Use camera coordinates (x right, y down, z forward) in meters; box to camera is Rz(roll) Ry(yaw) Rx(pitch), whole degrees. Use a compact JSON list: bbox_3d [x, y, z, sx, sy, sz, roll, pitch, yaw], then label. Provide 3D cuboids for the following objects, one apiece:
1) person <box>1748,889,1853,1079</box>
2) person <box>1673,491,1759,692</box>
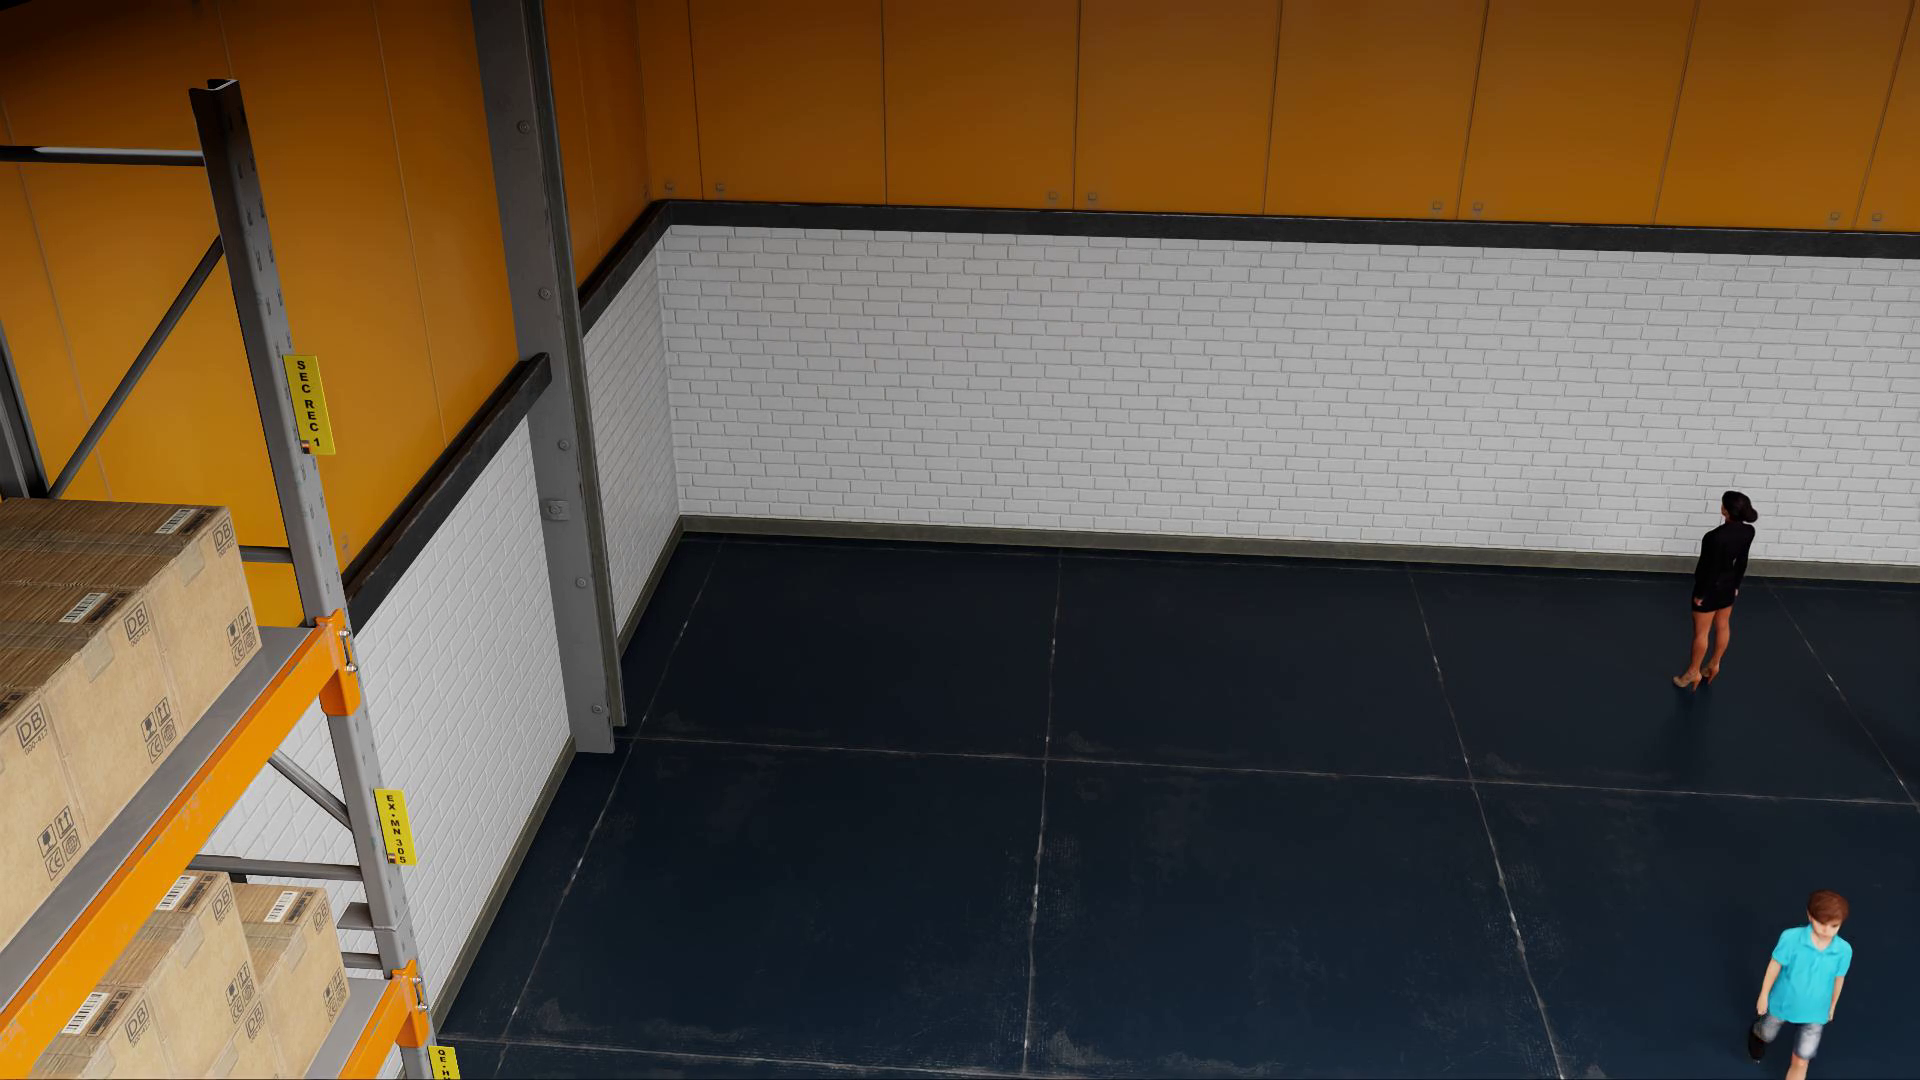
[{"bbox_3d":[4.468,2.415,8.883,0.696,1.426,0.977,10,30,18],"label":"person"},{"bbox_3d":[5.636,0.381,12.390,0.678,1.639,0.733,-12,31,-21],"label":"person"}]
